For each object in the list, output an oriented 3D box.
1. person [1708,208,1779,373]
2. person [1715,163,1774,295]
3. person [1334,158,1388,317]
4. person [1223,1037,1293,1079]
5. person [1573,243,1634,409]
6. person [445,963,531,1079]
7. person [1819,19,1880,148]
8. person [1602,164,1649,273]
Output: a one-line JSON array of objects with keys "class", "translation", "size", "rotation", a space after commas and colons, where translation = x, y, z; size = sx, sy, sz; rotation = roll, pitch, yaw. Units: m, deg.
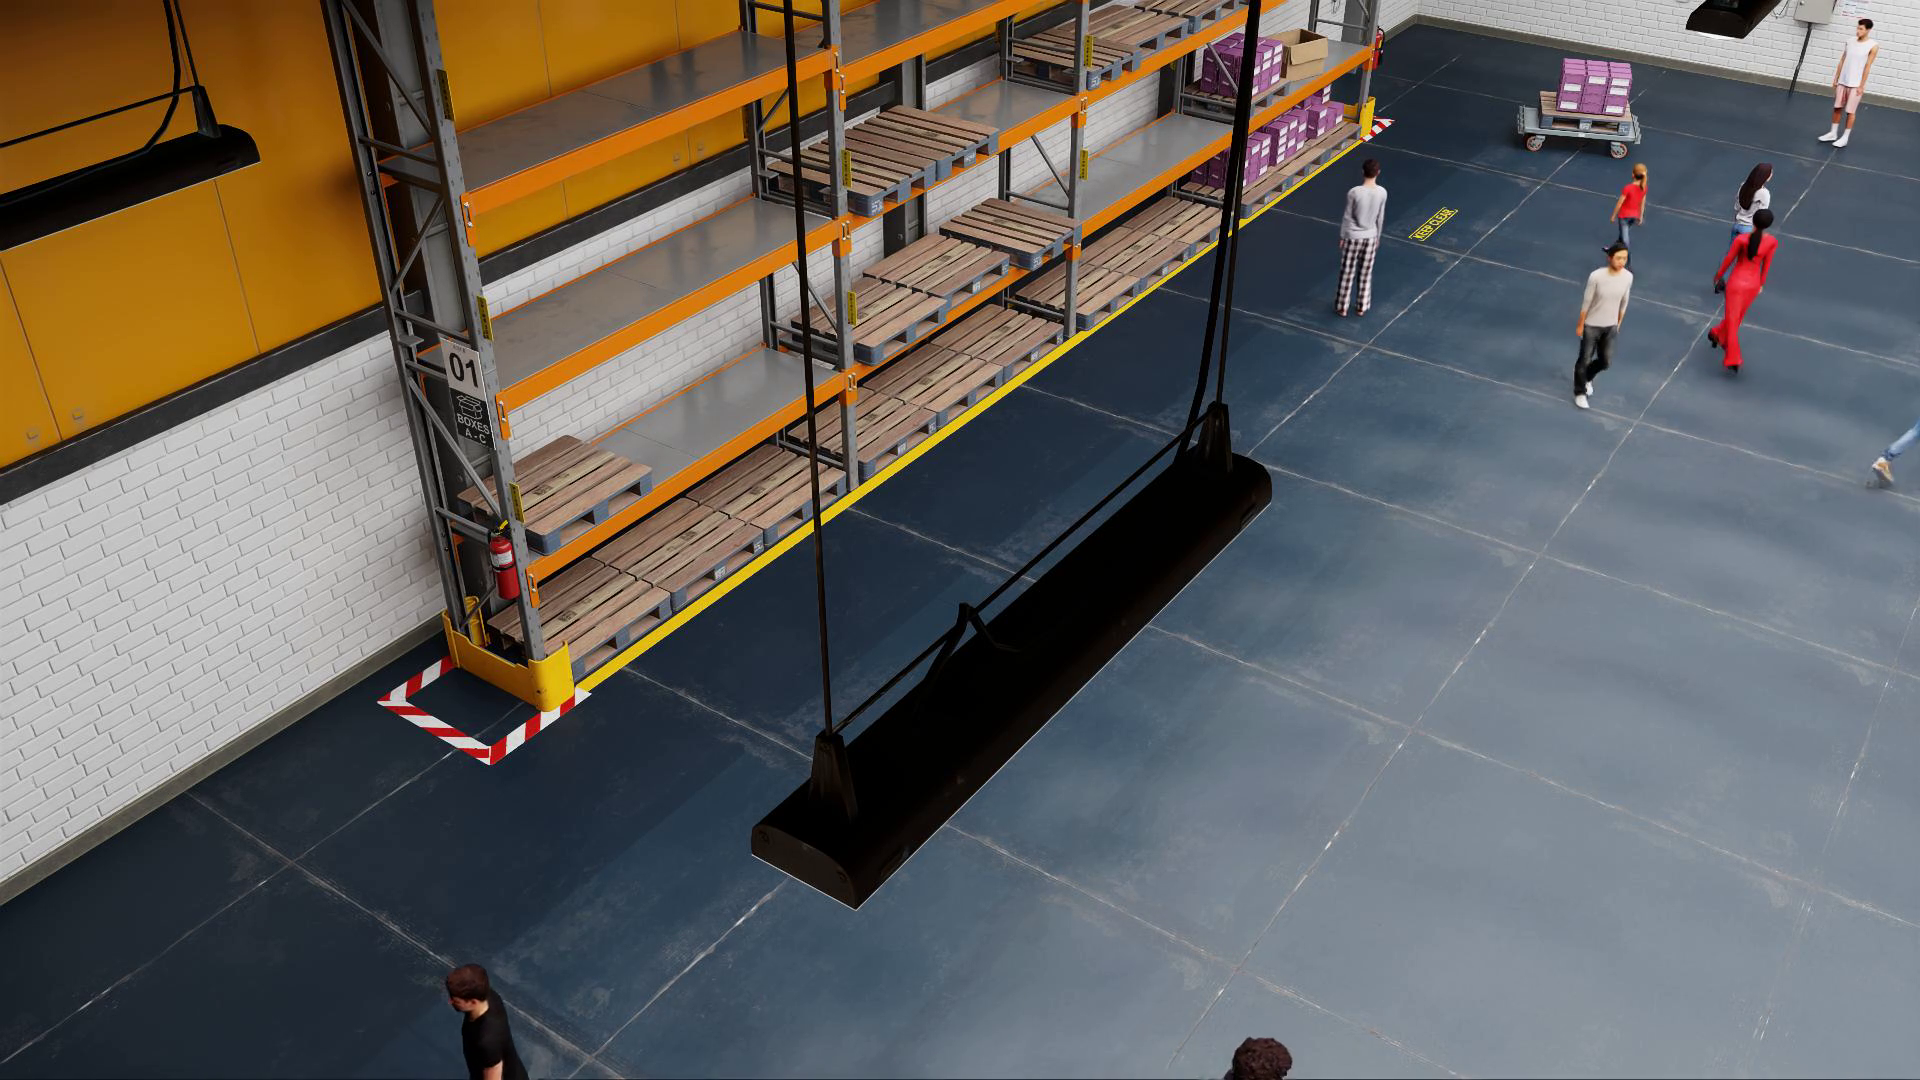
[{"class": "person", "translation": [8.366, -2.637, 17.757], "size": [1.086, 1.742, 1.211], "rotation": [-2, 34, -3]}, {"class": "person", "translation": [9.113, -3.597, 19.300], "size": [0.698, 1.633, 0.677], "rotation": [-11, 35, -16]}, {"class": "person", "translation": [4.537, -3.419, 18.840], "size": [0.689, 1.845, 0.739], "rotation": [-4, 34, -6]}, {"class": "person", "translation": [1.416, 3.311, 8.819], "size": [1.125, 1.731, 1.091], "rotation": [-4, 34, -7]}, {"class": "person", "translation": [6.539, -2.256, 17.130], "size": [0.826, 1.802, 0.877], "rotation": [-2, 34, -2]}, {"class": "person", "translation": [-2.467, 2.980, 9.211], "size": [0.985, 1.847, 0.898], "rotation": [-18, 37, -24]}, {"class": "person", "translation": [12.617, -6.473, 23.495], "size": [0.742, 1.779, 0.737], "rotation": [-16, 37, -23]}, {"class": "person", "translation": [8.072, -3.851, 20.002], "size": [0.872, 1.278, 0.902], "rotation": [-8, 34, -12]}]
